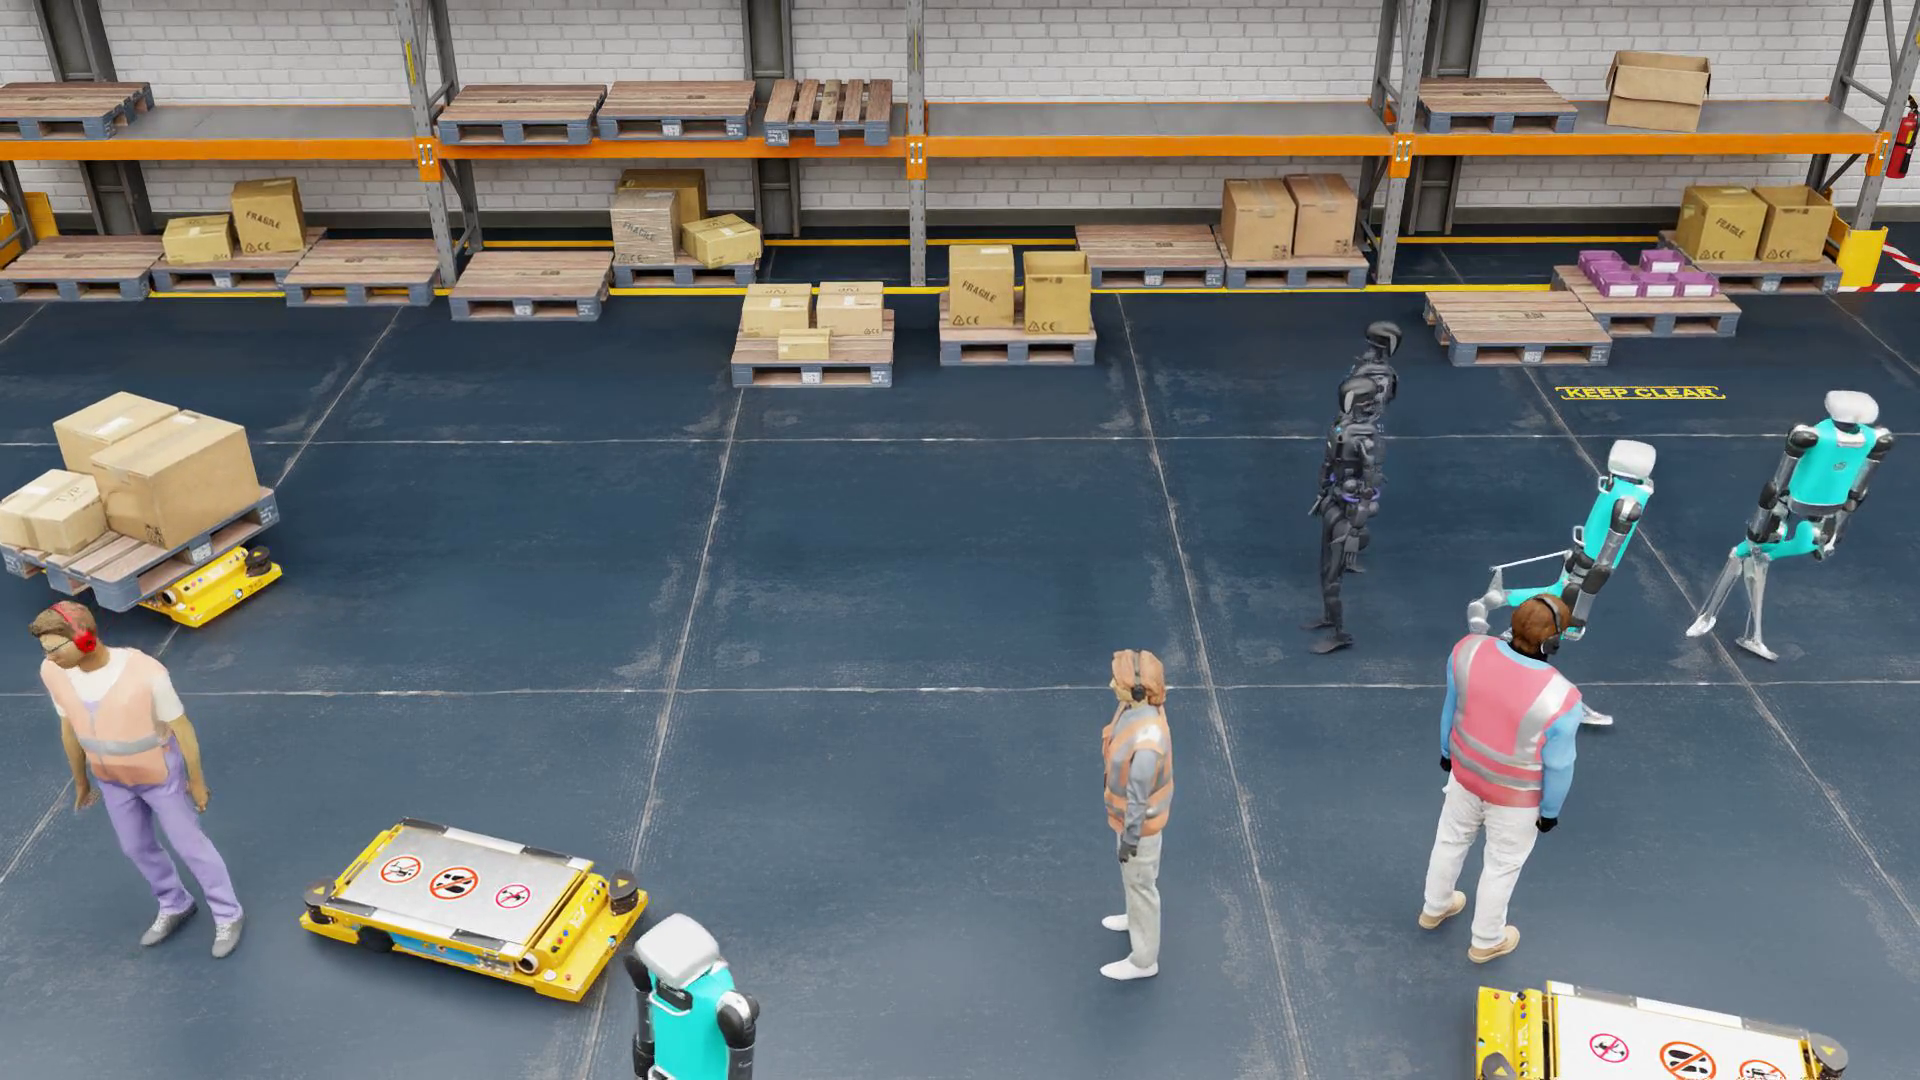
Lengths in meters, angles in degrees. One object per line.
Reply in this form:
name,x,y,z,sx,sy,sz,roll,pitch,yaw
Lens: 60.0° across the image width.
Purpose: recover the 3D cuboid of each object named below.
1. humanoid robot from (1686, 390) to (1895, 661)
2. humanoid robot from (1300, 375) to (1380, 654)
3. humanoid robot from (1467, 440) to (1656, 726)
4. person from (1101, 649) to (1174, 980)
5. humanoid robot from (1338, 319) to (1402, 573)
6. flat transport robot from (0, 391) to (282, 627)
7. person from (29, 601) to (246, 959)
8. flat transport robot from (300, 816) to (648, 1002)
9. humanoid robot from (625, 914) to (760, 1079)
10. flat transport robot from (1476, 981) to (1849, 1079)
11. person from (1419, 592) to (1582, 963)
humanoid robot,4.531,-0.135,9.213,0.599,1.771,0.865,0,31,0
humanoid robot,2.148,-0.160,9.305,0.307,1.654,0.609,-5,31,-8
humanoid robot,2.993,0.245,8.623,1.035,1.746,0.538,10,32,15
person,0.753,1.165,7.147,0.312,1.630,0.508,0,31,0
humanoid robot,2.455,-0.548,9.955,0.385,1.645,0.612,0,31,0
flat transport robot,-4.937,0.133,10.189,1.431,0.231,0.659,15,34,23
person,-3.541,1.013,7.218,0.606,1.824,0.397,5,31,7
flat transport robot,-2.229,1.670,7.632,1.431,0.231,0.659,10,32,16
humanoid robot,-1.047,2.123,5.496,0.538,1.768,1.025,21,37,31
flat transport robot,2.851,2.188,6.768,1.431,0.231,0.659,8,32,13
person,2.345,1.022,7.199,0.431,1.836,0.628,-23,38,-33
